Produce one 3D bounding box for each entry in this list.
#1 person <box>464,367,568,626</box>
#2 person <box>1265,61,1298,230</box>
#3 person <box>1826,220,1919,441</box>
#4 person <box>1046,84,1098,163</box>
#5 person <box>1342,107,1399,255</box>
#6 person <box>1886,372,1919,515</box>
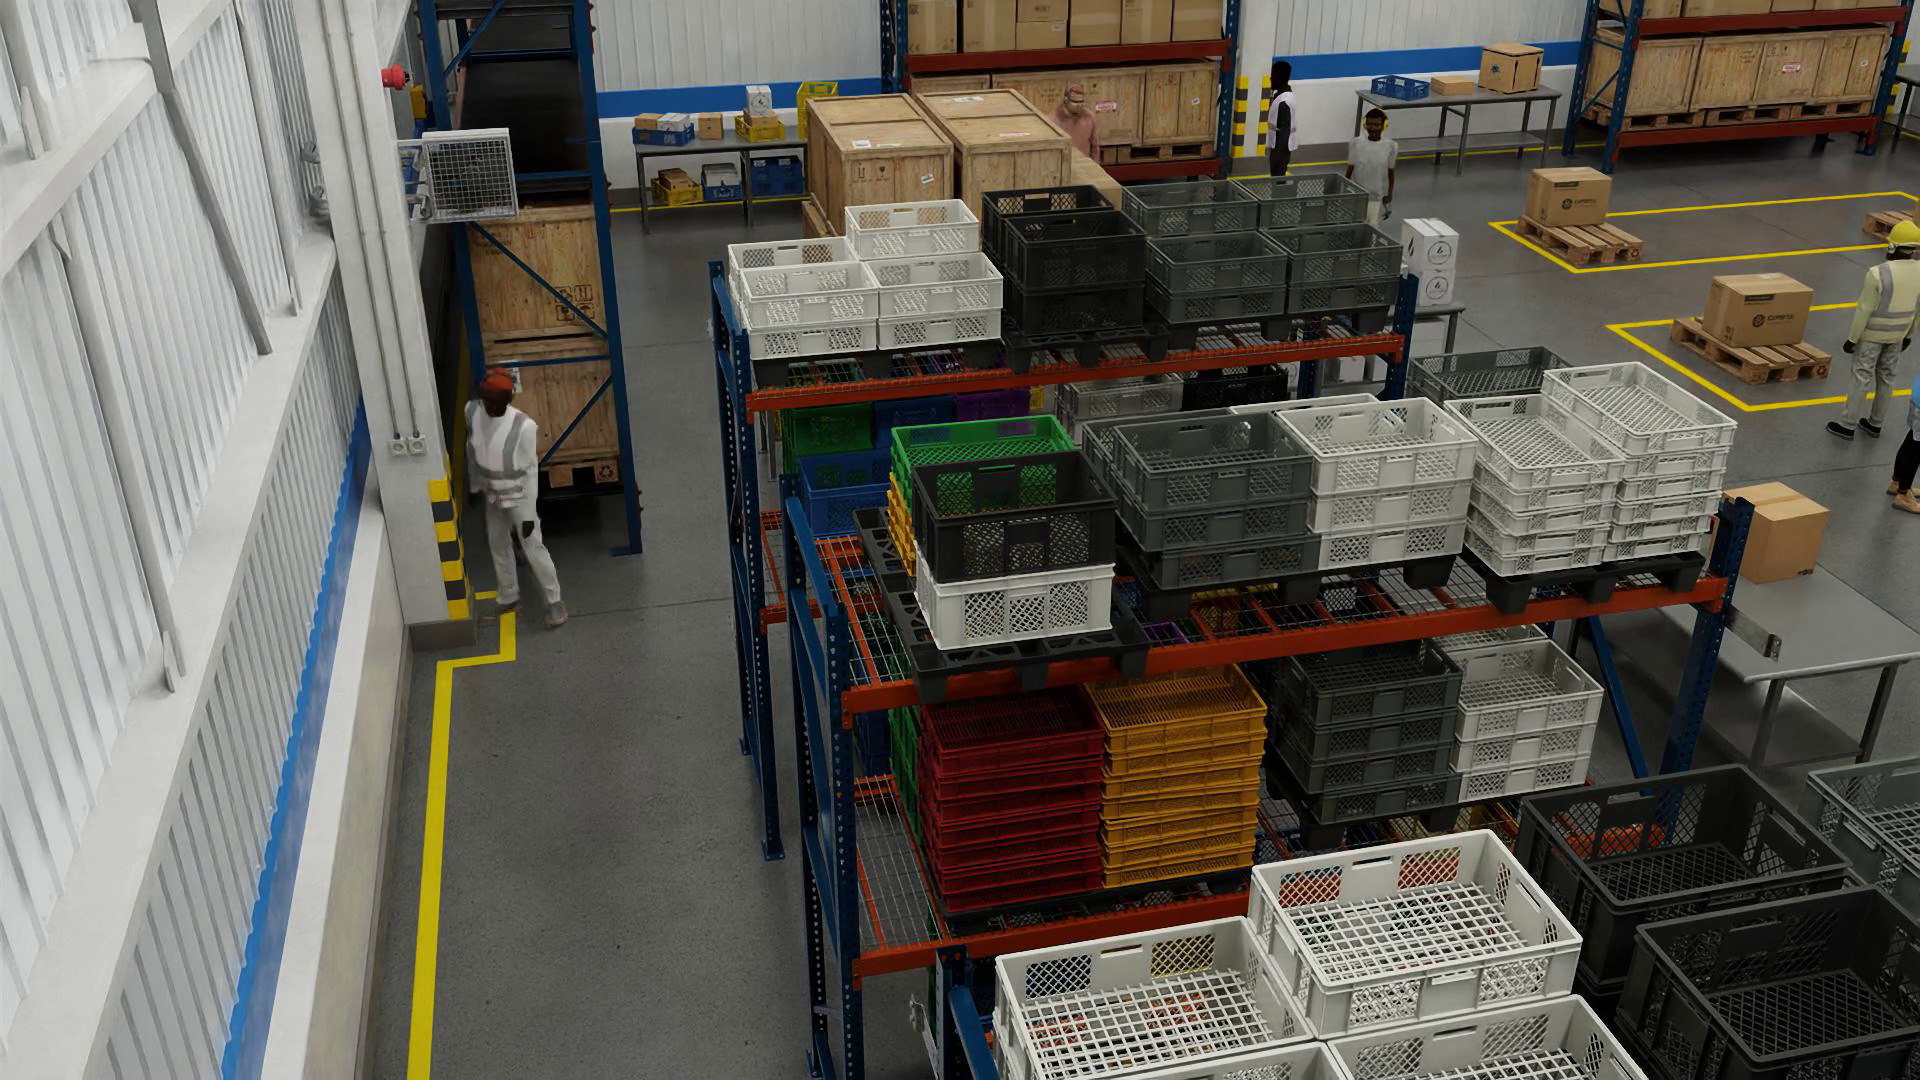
[{"bbox_3d":[-2.938,-0.290,10.892,0.647,1.862,0.415,16,32,28],"label":"person"},{"bbox_3d":[3.574,-4.368,18.552,0.379,1.916,0.591,4,28,8],"label":"person"},{"bbox_3d":[7.518,-1.704,13.588,0.600,1.829,0.404,-5,28,-9],"label":"person"},{"bbox_3d":[1.163,-3.920,17.747,0.678,1.888,0.415,-11,30,-20],"label":"person"},{"bbox_3d":[4.132,-3.452,16.864,0.513,1.871,0.329,9,29,16],"label":"person"},{"bbox_3d":[7.305,-1.038,12.467,0.319,1.696,0.532,10,29,18],"label":"person"}]
